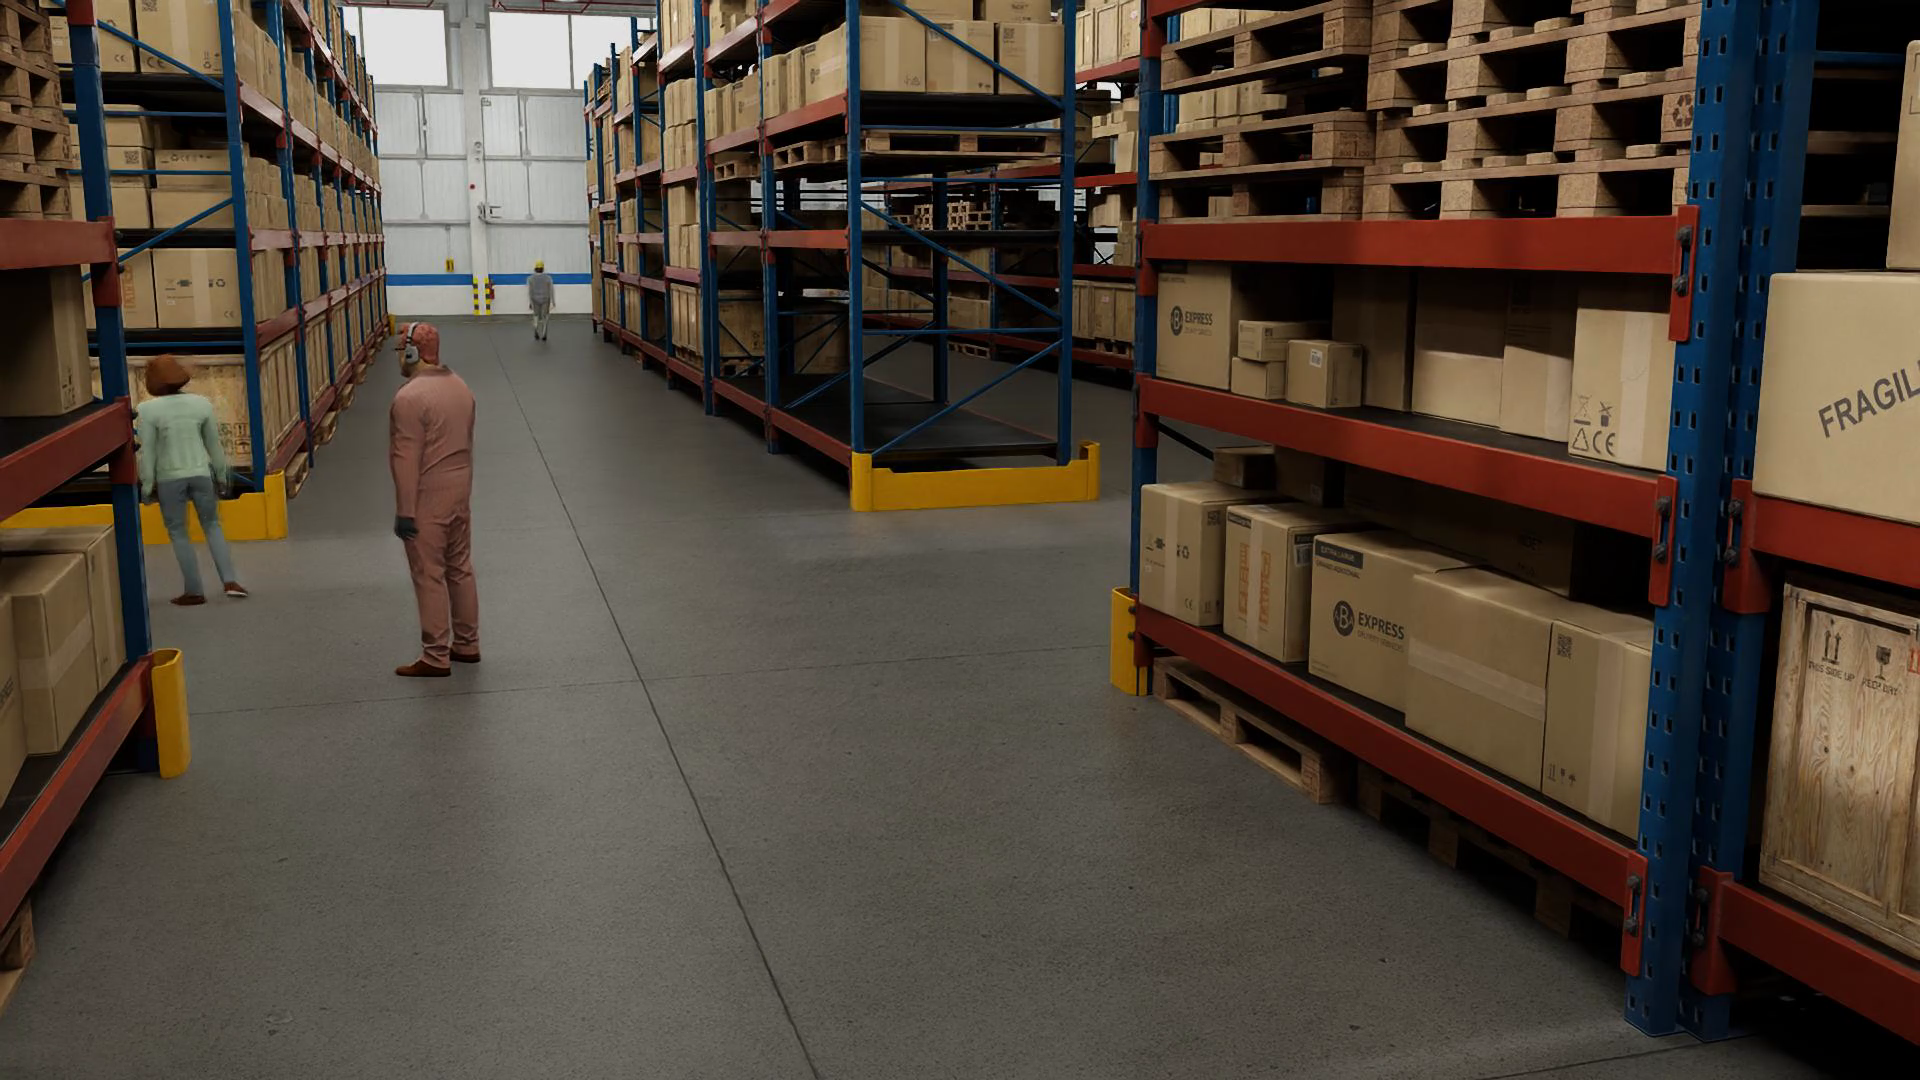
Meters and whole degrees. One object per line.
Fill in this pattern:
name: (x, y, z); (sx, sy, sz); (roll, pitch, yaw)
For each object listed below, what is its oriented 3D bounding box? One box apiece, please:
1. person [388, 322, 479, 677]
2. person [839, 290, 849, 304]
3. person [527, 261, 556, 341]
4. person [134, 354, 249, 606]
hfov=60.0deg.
person: (-2.856, -0.217, 8.966); (0.398, 1.899, 0.647); (2, 11, 13)
person: (-2.277, -4.843, 34.177); (0.404, 1.945, 0.615); (4, 11, 21)
person: (-9.498, -5.431, 37.792); (0.599, 1.804, 0.757); (-1, 10, -7)
person: (-4.897, -0.370, 10.570); (0.406, 1.616, 0.584); (8, 13, 38)
